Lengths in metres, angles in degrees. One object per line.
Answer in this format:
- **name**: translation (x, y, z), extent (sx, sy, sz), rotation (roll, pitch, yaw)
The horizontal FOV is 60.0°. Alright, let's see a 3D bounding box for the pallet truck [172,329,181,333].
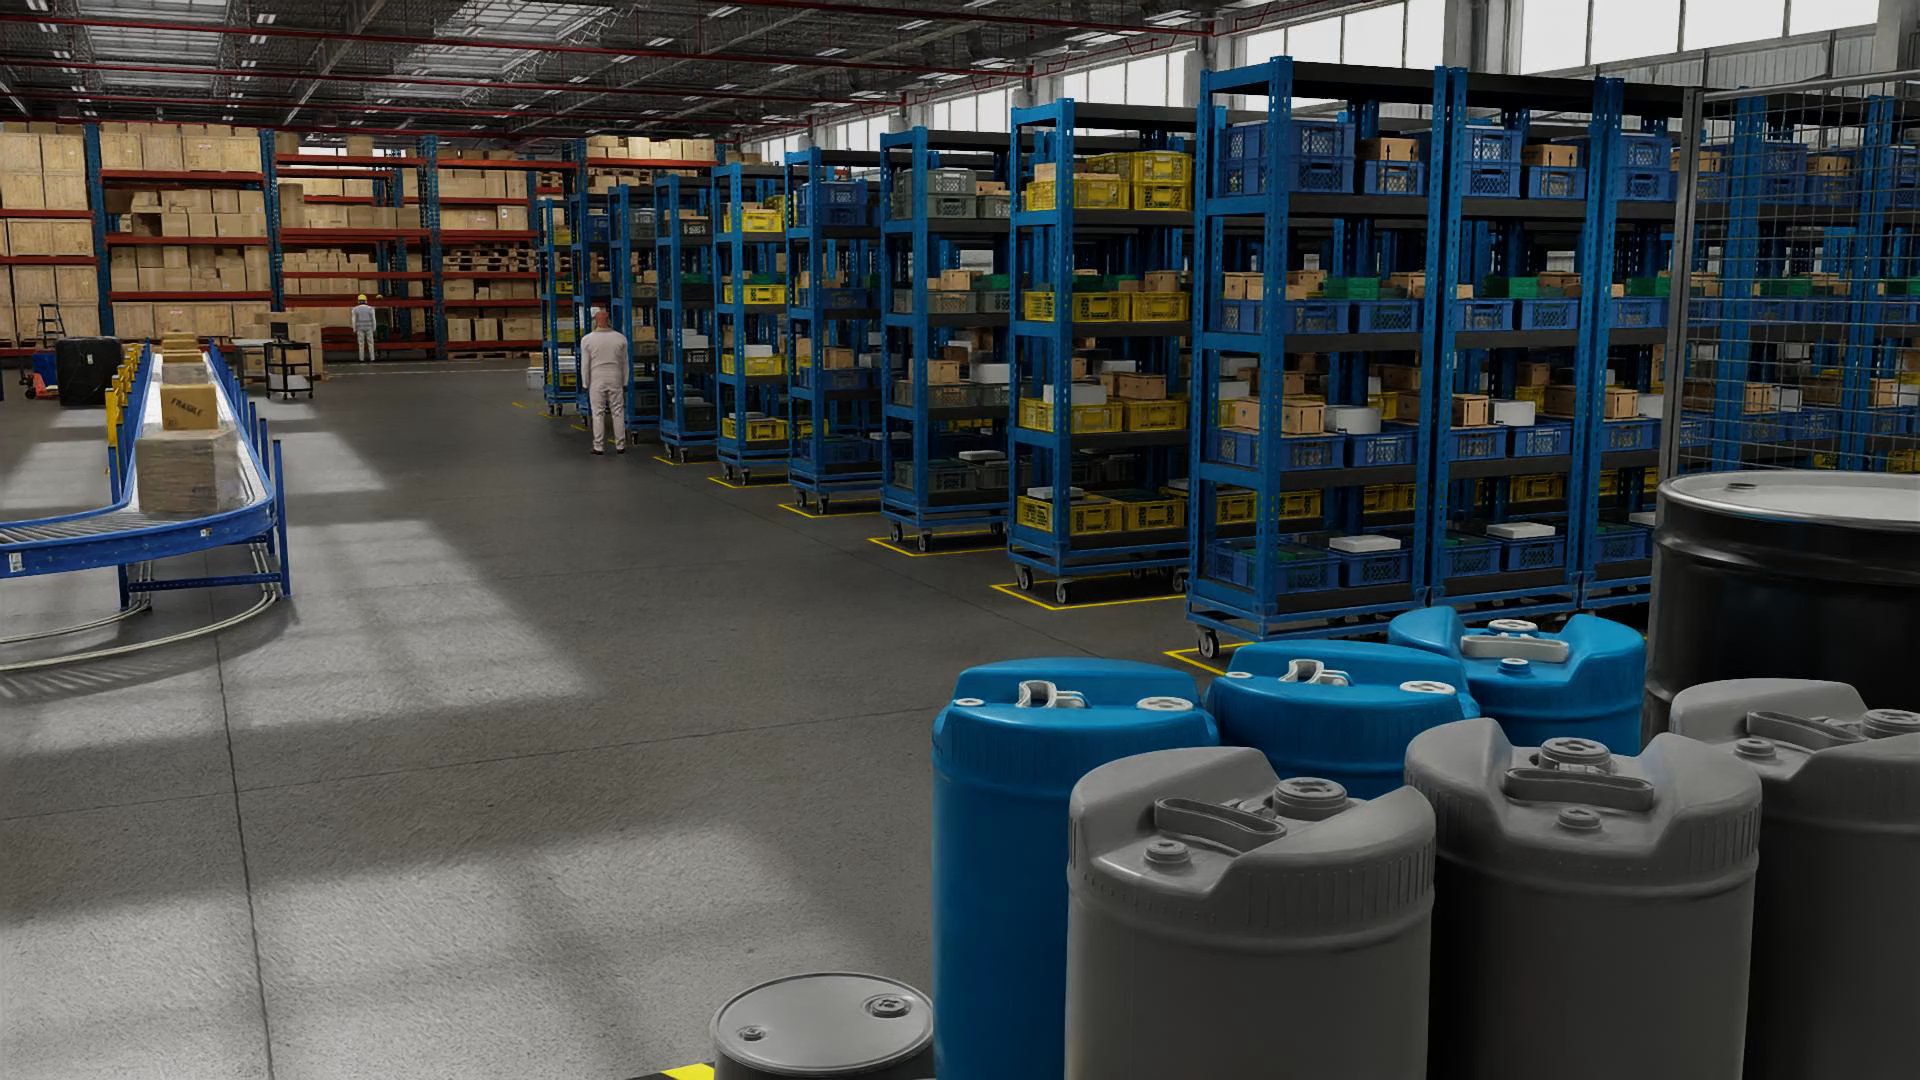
- **pallet truck**: translation (-17.275, -3.851, 35.096), extent (1.601, 1.201, 0.680), rotation (0, 9, 1)

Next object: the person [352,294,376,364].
- **person**: translation (-15.673, -5.546, 43.762), extent (0.586, 1.825, 0.403), rotation (-4, 10, -25)

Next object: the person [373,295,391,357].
- **person**: translation (-16.356, -6.038, 46.998), extent (0.522, 1.768, 0.311), rotation (-4, 10, -25)

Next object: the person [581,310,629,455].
- **person**: translation (-4.692, -2.076, 21.984), extent (0.640, 1.909, 0.409), rotation (-4, 10, -25)

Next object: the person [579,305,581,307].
- **person**: translation (-11.880, -6.897, 52.147), extent (0.586, 1.825, 0.403), rotation (-4, 10, -25)

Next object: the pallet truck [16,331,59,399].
- **pallet truck**: translation (-17.082, -3.353, 31.781), extent (1.630, 1.274, 0.653), rotation (-4, 10, -25)
